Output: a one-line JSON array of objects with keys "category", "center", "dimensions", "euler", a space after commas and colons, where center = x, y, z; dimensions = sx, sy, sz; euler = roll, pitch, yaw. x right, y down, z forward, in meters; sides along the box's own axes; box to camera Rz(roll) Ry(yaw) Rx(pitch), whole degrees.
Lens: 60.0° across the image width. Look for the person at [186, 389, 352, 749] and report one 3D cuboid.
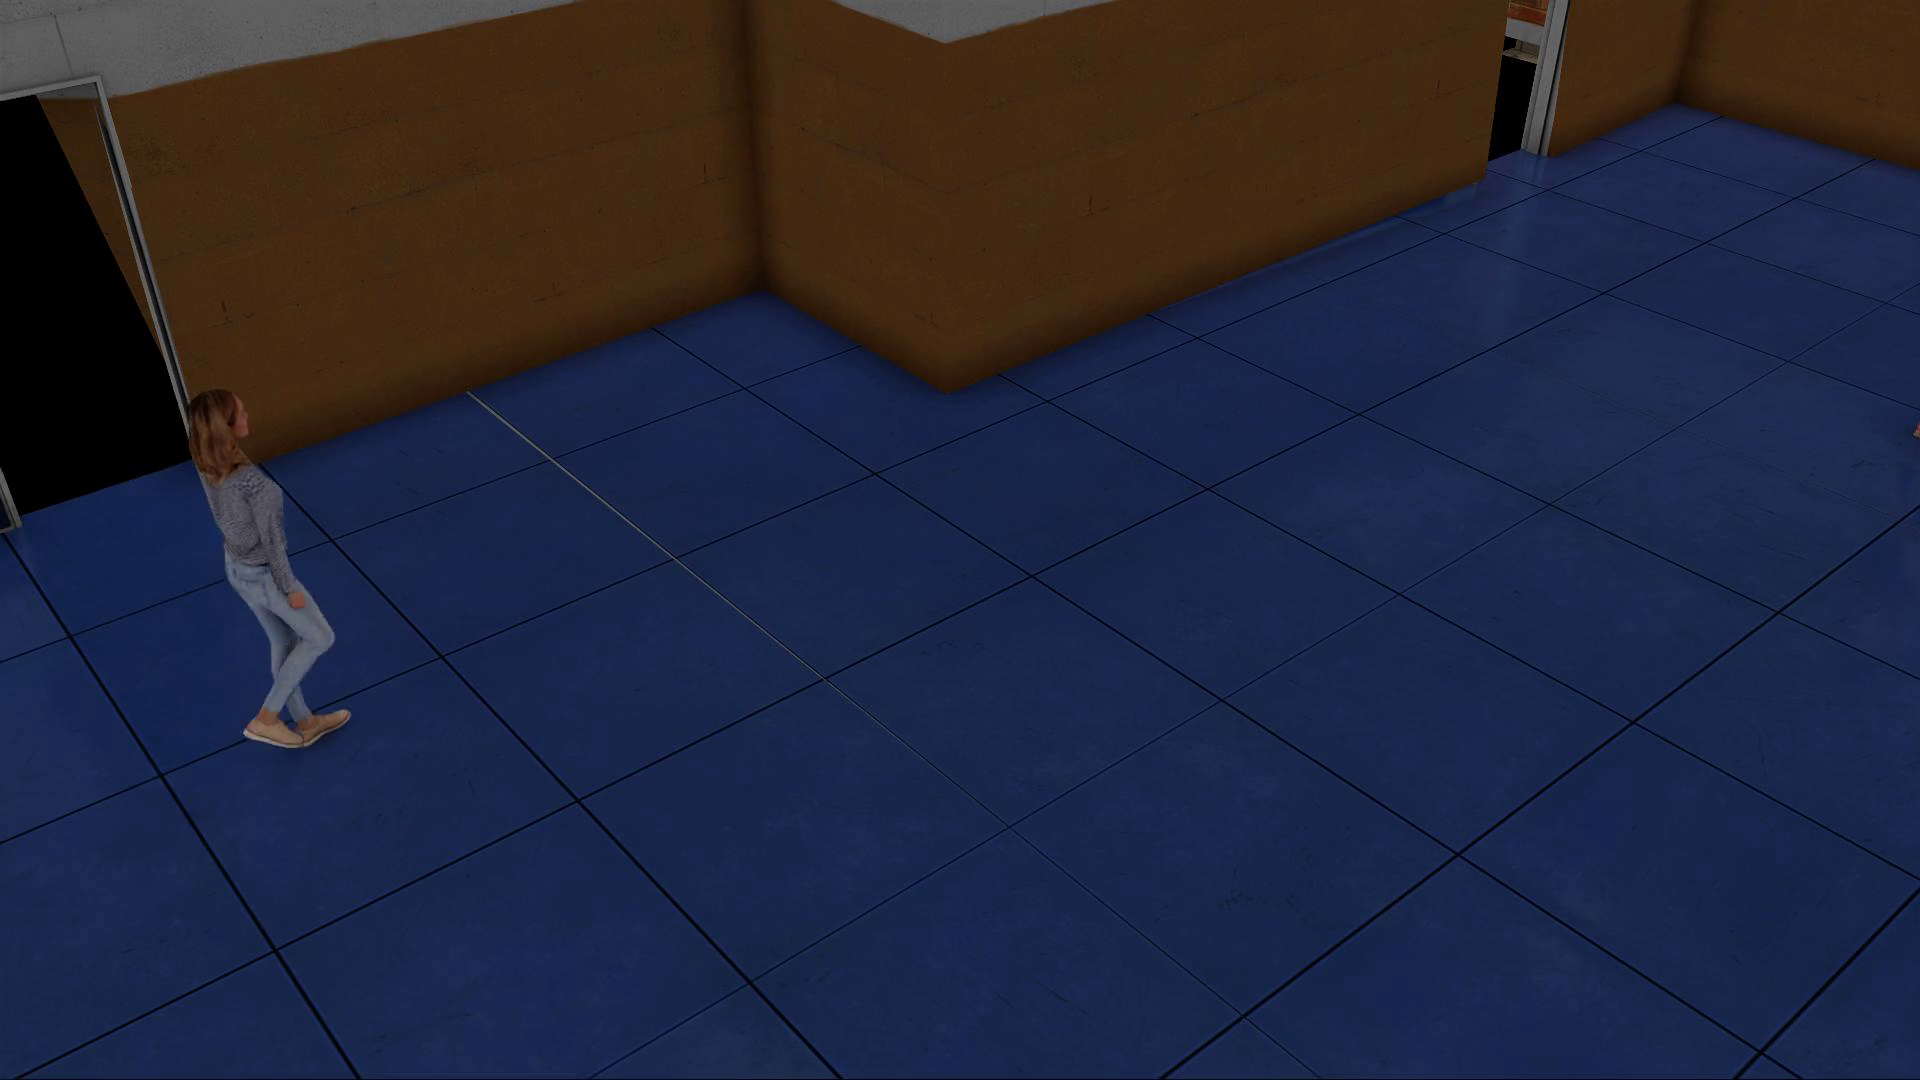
[{"category": "person", "center": [-3.001, 0.203, 7.016], "dimensions": [0.714, 1.787, 0.735], "euler": [24, 41, 32]}]
